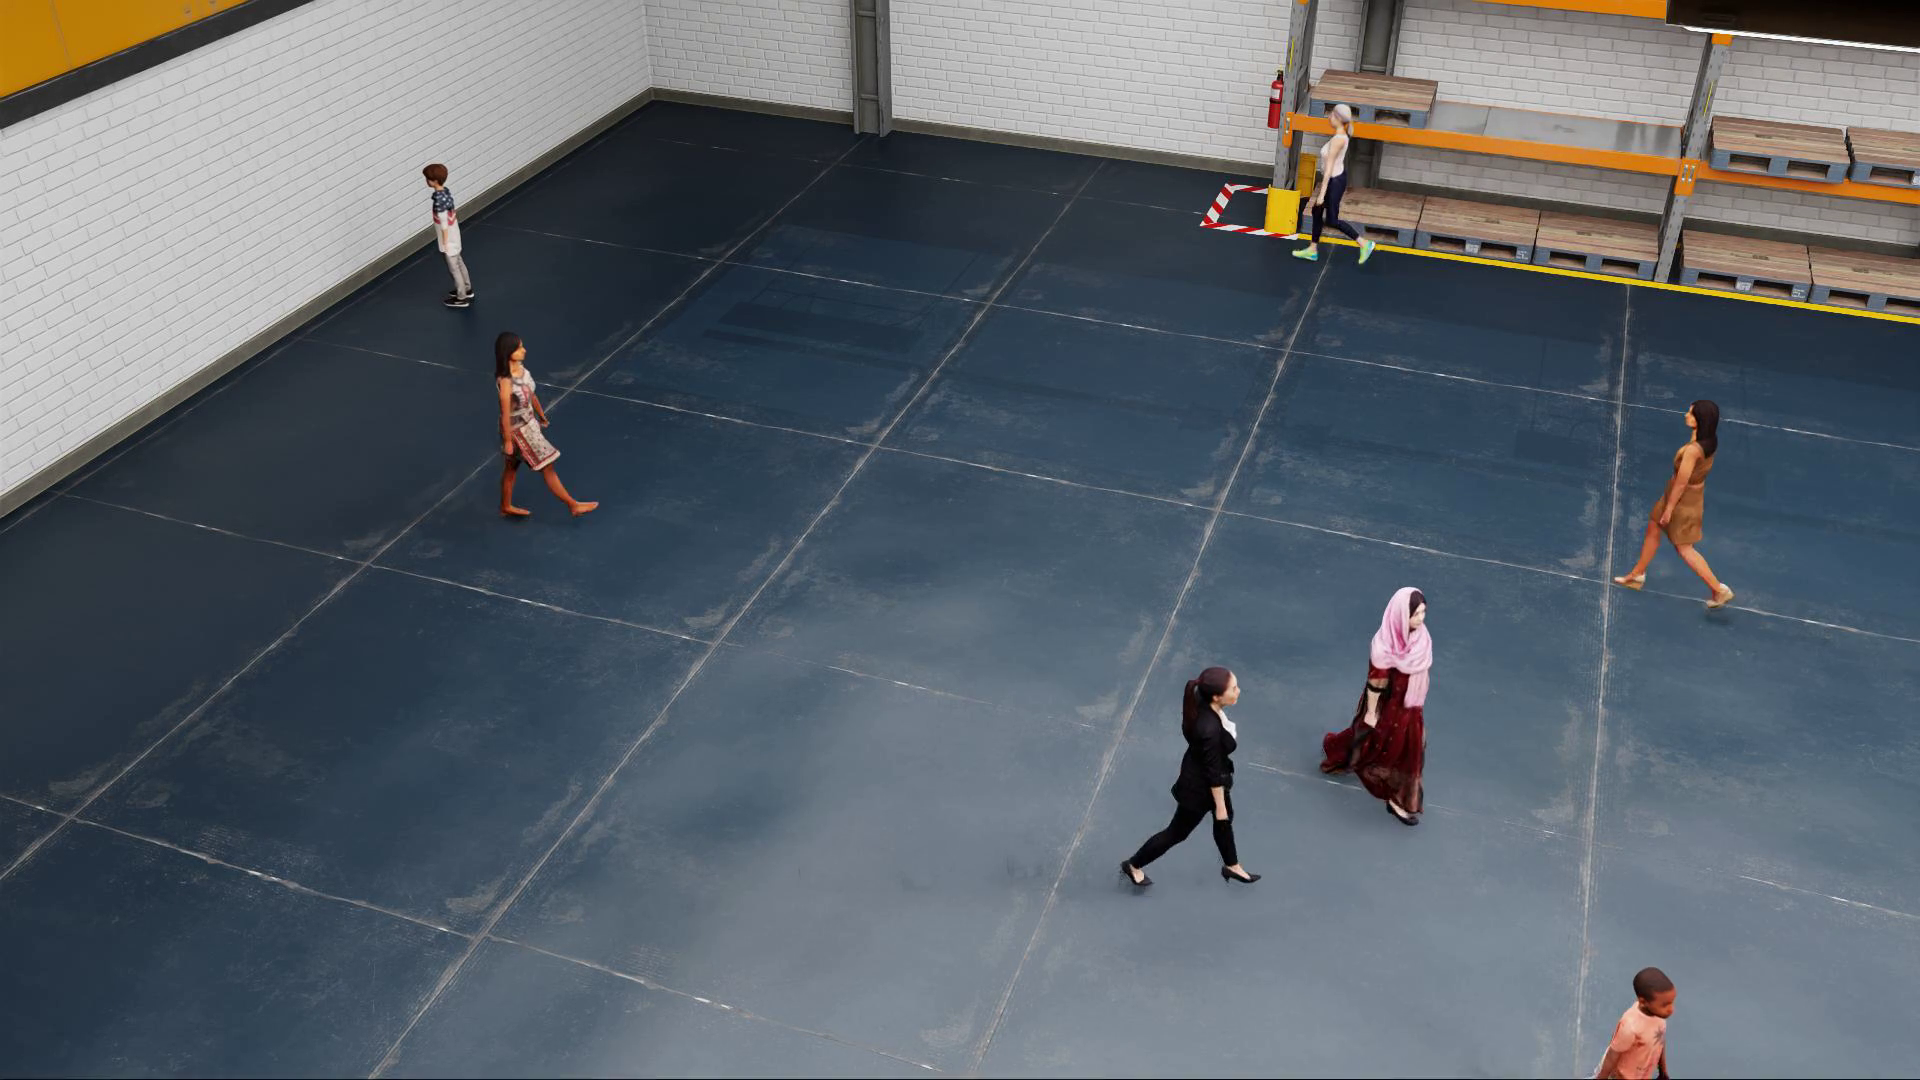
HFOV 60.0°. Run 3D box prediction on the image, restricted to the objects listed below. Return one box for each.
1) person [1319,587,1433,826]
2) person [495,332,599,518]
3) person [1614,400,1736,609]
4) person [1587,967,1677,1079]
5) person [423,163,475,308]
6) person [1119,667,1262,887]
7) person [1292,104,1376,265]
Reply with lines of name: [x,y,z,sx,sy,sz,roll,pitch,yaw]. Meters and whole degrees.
person: [2.585,0.949,10.204,1.009,1.609,1.127,-19,38,-26]
person: [-3.506,-0.854,12.915,1.129,1.611,0.881,-1,34,-1]
person: [5.263,-0.213,11.909,1.103,1.657,0.728,18,38,25]
person: [3.198,2.535,8.118,0.793,1.277,0.946,-23,40,-30]
person: [-5.008,-2.998,16.297,0.594,1.438,0.576,-3,34,-5]
person: [1.291,1.413,9.496,1.148,1.620,0.827,1,34,2]
person: [3.884,-3.575,16.948,1.065,1.678,0.640,10,35,14]
